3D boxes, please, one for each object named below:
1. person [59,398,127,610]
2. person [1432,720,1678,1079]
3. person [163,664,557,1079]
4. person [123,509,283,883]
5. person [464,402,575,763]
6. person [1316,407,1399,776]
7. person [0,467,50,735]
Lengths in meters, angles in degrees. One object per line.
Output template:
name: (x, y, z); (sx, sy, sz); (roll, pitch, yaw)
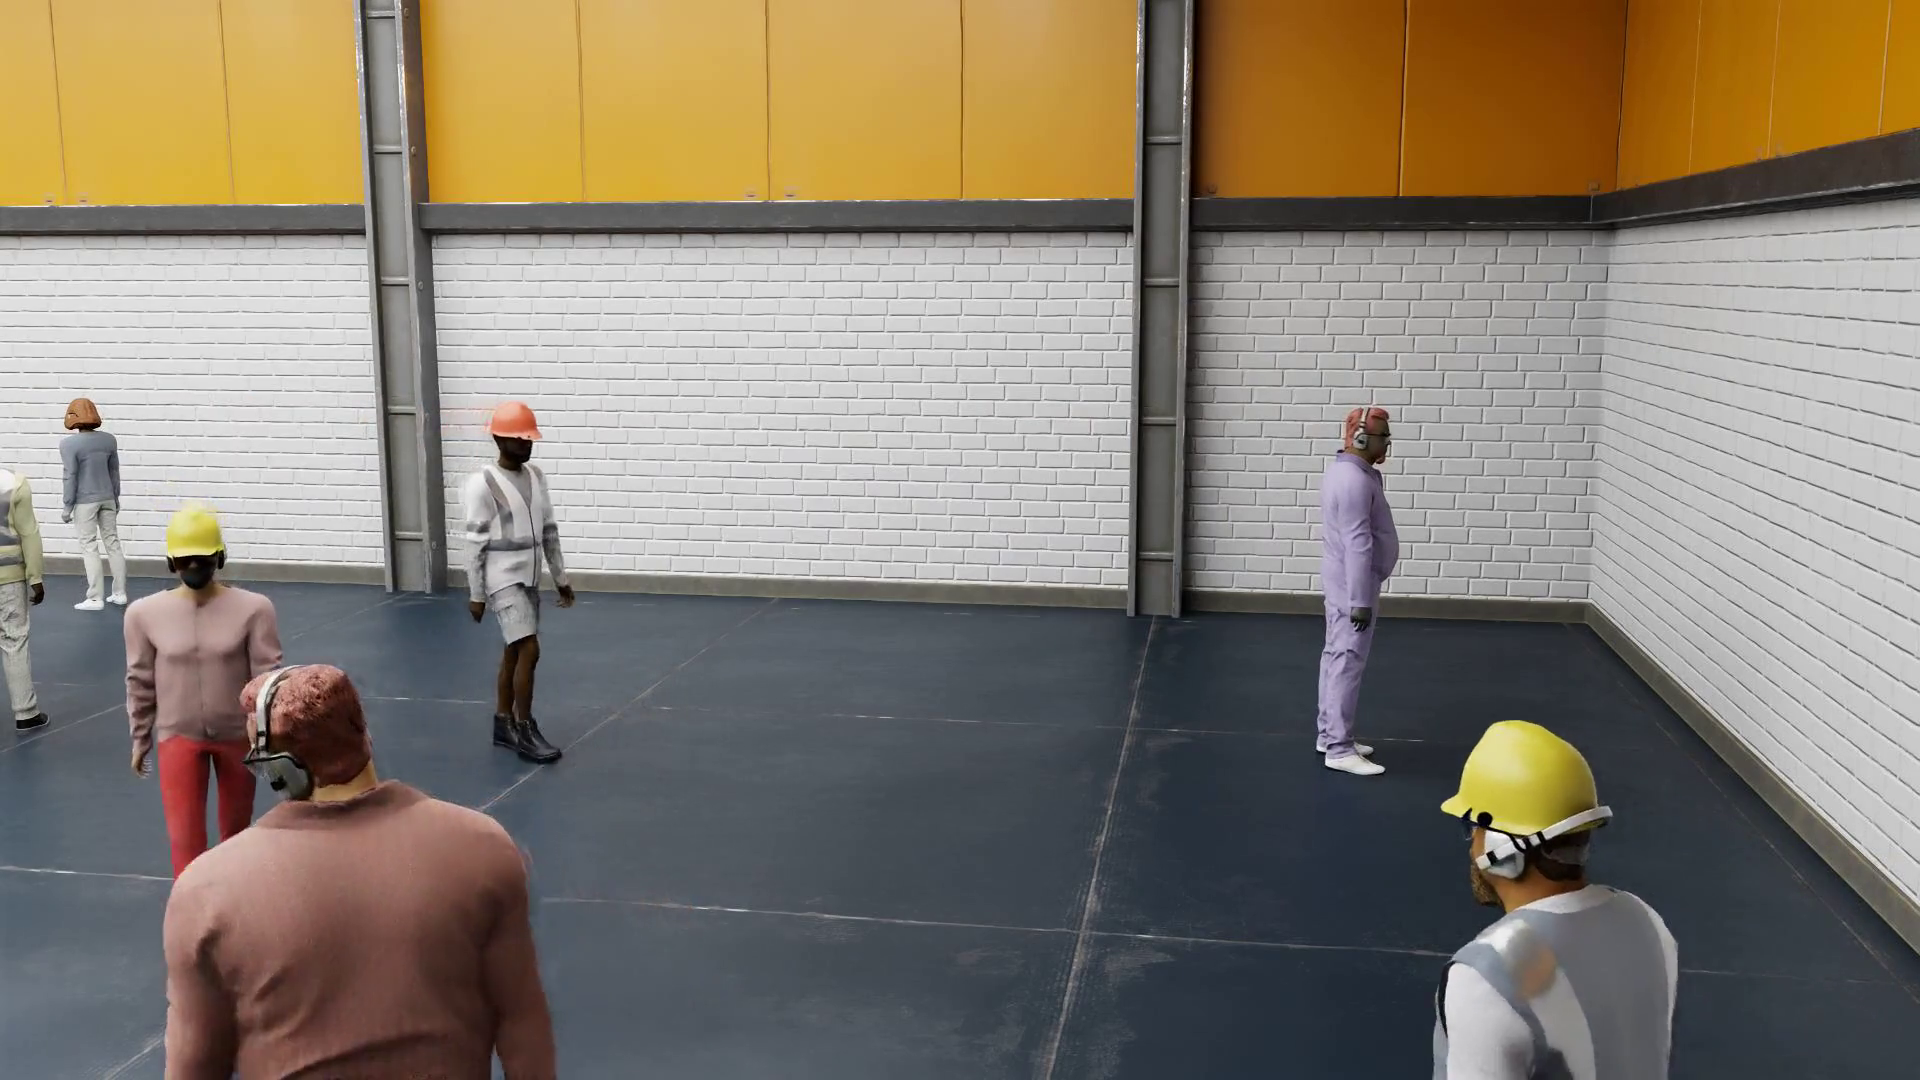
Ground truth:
person: (-6.687, -0.278, 12.813); (0.268, 1.632, 0.507); (4, 10, 21)
person: (1.018, 1.230, 2.987); (0.661, 1.810, 0.458); (-8, 12, -40)
person: (-1.137, 1.160, 3.199); (0.707, 1.879, 0.434); (-4, 10, -25)
person: (-2.757, 0.755, 6.120); (0.552, 1.725, 0.852); (-4, 10, -24)
person: (-2.287, 0.225, 8.872); (0.722, 1.914, 0.546); (4, 10, 22)
person: (2.082, 0.255, 8.696); (0.401, 1.904, 0.650); (1, 9, 6)
person: (-5.439, 0.195, 9.288); (0.600, 1.829, 0.404); (-2, 10, -14)
